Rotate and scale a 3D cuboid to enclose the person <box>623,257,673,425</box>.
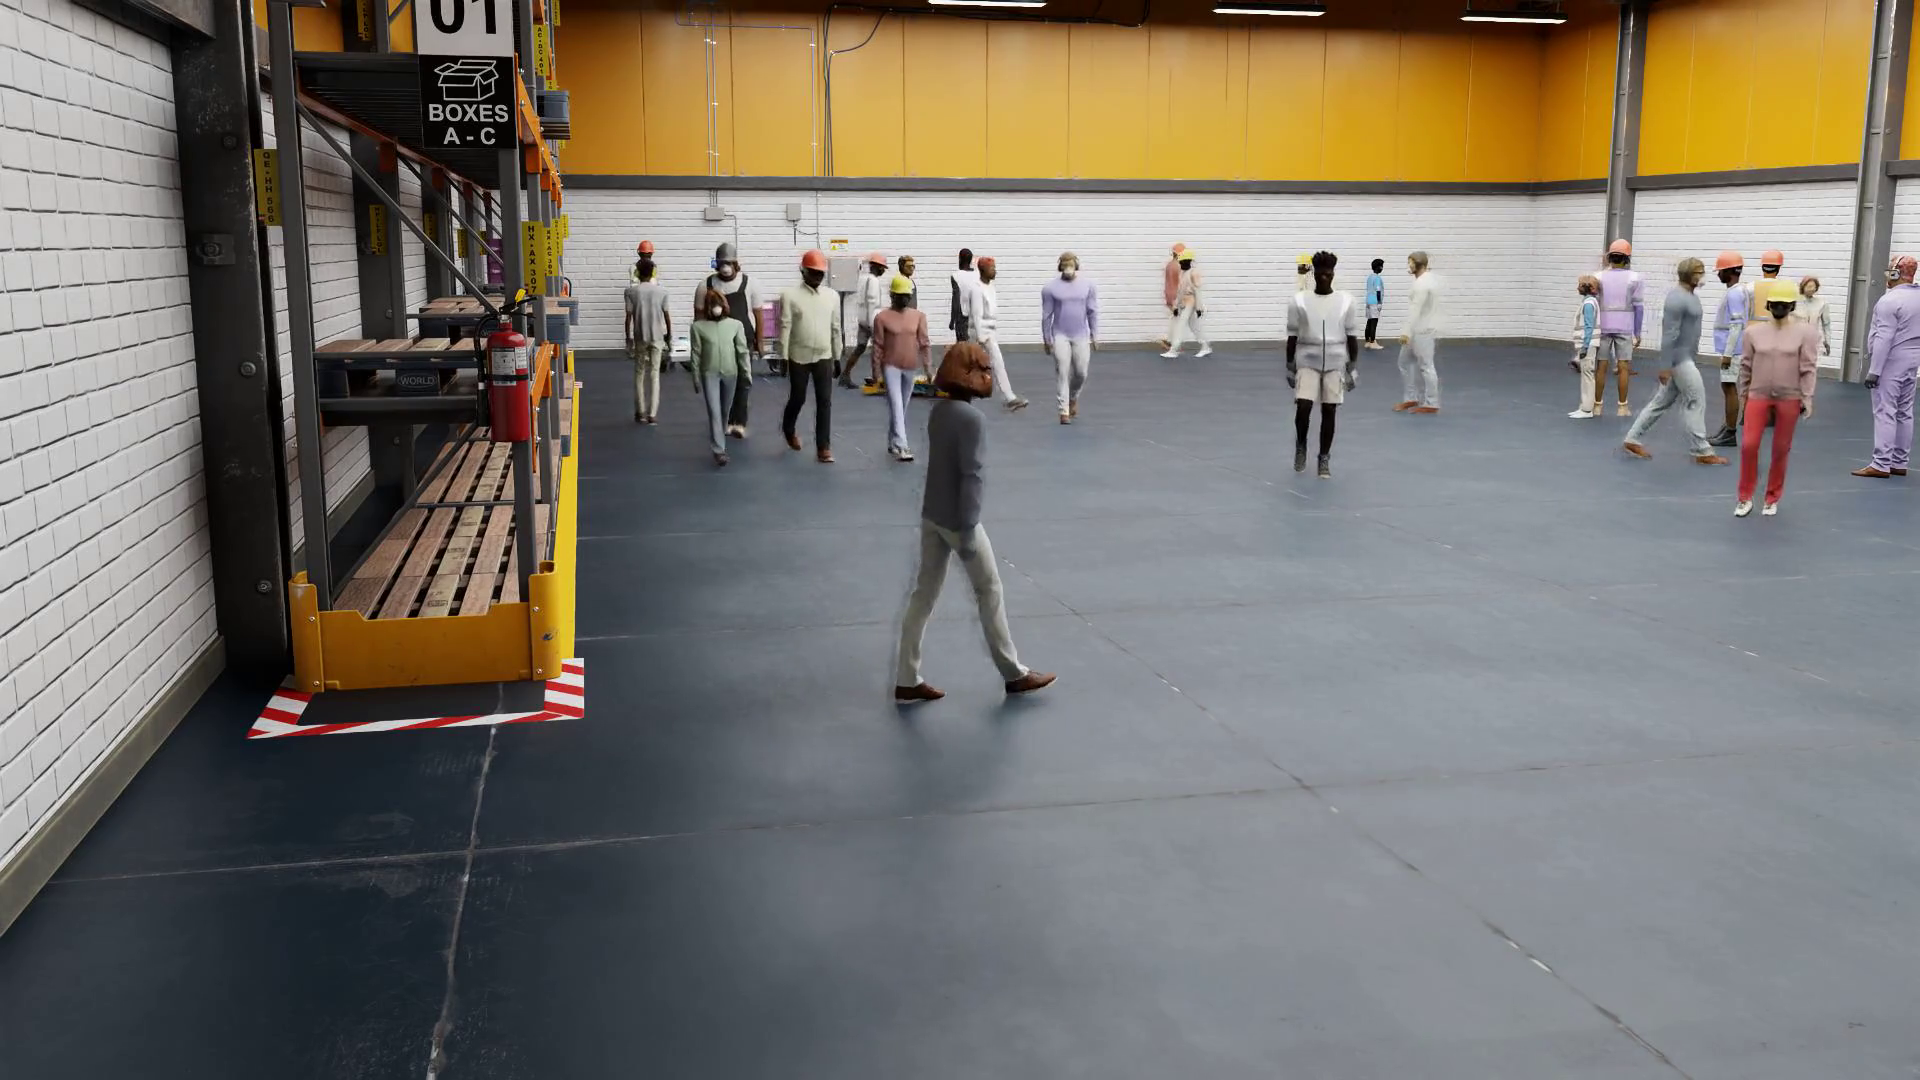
[{"bbox_3d":[-3.478,-2.221,18.587,0.520,1.840,0.808,-2,10,-10],"label":"person"}]

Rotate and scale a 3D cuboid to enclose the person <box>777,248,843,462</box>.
[{"bbox_3d":[-1.428,-1.723,15.480,0.642,1.971,0.821,-5,11,-24],"label":"person"}]

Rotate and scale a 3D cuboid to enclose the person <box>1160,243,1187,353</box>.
[{"bbox_3d":[3.903,-4.343,29.918,0.421,1.982,0.655,-3,11,-16],"label":"person"}]

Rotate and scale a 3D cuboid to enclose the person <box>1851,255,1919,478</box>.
[{"bbox_3d":[8.014,-1.484,14.304,0.648,1.907,0.409,-6,12,-31],"label":"person"}]

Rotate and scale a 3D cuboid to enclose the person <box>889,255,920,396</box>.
[{"bbox_3d":[-0.723,-2.788,21.697,0.325,1.843,0.516,7,12,33],"label":"person"}]

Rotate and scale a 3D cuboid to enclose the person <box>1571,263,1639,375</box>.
[{"bbox_3d":[9.825,-3.443,25.260,0.927,1.875,0.652,3,11,14],"label":"person"}]

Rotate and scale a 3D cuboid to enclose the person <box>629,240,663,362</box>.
[{"bbox_3d":[-5.225,-3.982,27.818,0.409,2.028,0.619,8,13,38],"label":"person"}]

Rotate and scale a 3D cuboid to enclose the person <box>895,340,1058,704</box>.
[{"bbox_3d":[0.056,-0.074,7.335,0.804,1.593,0.519,-5,11,-26],"label":"person"}]

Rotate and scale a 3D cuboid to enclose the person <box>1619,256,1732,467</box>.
[{"bbox_3d":[6.549,-1.632,15.173,1.000,1.895,0.642,7,12,34],"label":"person"}]

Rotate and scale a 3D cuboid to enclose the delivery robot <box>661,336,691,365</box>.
[{"bbox_3d":[-4.281,-2.906,25.666,0.707,0.478,0.477,-8,13,-38],"label":"delivery robot"}]

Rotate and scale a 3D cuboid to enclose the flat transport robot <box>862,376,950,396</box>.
[{"bbox_3d":[-0.514,-2.043,21.932,1.431,0.197,0.652,5,12,27],"label":"flat transport robot"}]

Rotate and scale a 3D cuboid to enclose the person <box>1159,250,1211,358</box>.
[{"bbox_3d":[3.951,-4.083,28.805,1.012,1.878,0.613,-3,11,-17],"label":"person"}]

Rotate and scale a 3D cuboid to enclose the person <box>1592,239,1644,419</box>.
[{"bbox_3d":[7.489,-2.406,19.033,0.605,2.044,0.375,5,12,28],"label":"person"}]

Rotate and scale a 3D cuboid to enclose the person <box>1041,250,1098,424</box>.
[{"bbox_3d":[1.214,-2.265,18.585,0.644,1.922,0.559,-1,10,-3],"label":"person"}]

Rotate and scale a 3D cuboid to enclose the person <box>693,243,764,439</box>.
[{"bbox_3d":[-2.396,-2.043,17.027,0.711,2.000,0.956,1,10,3],"label":"person"}]

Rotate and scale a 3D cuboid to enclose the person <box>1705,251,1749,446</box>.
[{"bbox_3d":[7.595,-1.888,16.479,0.385,1.928,0.547,5,11,25],"label":"person"}]

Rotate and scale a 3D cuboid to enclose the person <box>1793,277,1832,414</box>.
[{"bbox_3d":[9.899,-2.264,19.448,0.544,1.592,0.835,1,10,7],"label":"person"}]

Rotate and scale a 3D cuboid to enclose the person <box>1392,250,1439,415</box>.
[{"bbox_3d":[5.301,-2.406,19.372,0.670,1.912,0.648,2,10,12],"label":"person"}]

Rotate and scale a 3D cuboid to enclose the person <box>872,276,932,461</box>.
[{"bbox_3d":[-0.558,-1.614,15.567,0.540,1.709,0.912,-5,11,-25],"label":"person"}]

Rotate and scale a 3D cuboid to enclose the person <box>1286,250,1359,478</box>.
[{"bbox_3d":[3.099,-1.491,14.216,0.619,1.952,0.424,1,10,6],"label":"person"}]

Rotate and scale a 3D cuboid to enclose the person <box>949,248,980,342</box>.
[{"bbox_3d":[0.099,-3.170,23.630,0.600,1.919,0.390,-10,14,-44],"label":"person"}]

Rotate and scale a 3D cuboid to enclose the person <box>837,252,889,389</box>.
[{"bbox_3d":[-1.239,-2.996,22.804,0.988,1.871,0.590,-4,11,-19],"label":"person"}]

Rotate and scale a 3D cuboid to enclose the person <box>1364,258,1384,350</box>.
[{"bbox_3d":[7.747,-4.403,31.066,0.319,1.693,0.533,-1,10,-6],"label":"person"}]

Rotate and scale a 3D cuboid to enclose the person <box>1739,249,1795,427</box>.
[{"bbox_3d":[8.812,-2.204,18.202,0.545,1.938,0.361,6,12,29],"label":"person"}]

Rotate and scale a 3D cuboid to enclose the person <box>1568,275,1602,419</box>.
[{"bbox_3d":[7.164,-2.205,19.030,0.315,1.641,0.514,4,11,21],"label":"person"}]

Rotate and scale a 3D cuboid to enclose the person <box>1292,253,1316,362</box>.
[{"bbox_3d":[5.724,-3.854,27.667,0.427,1.820,0.617,-1,10,-5],"label":"person"}]

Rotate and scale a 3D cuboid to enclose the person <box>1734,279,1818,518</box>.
[{"bbox_3d":[5.960,-1.018,12.167,0.528,1.744,0.661,6,12,31],"label":"person"}]

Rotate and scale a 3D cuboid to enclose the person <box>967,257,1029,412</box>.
[{"bbox_3d":[0.316,-2.422,19.702,1.010,1.827,0.597,5,11,25],"label":"person"}]

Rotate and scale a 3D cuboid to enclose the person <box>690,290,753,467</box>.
[{"bbox_3d":[-2.164,-1.464,15.060,0.519,1.585,0.850,-4,11,-21],"label":"person"}]
